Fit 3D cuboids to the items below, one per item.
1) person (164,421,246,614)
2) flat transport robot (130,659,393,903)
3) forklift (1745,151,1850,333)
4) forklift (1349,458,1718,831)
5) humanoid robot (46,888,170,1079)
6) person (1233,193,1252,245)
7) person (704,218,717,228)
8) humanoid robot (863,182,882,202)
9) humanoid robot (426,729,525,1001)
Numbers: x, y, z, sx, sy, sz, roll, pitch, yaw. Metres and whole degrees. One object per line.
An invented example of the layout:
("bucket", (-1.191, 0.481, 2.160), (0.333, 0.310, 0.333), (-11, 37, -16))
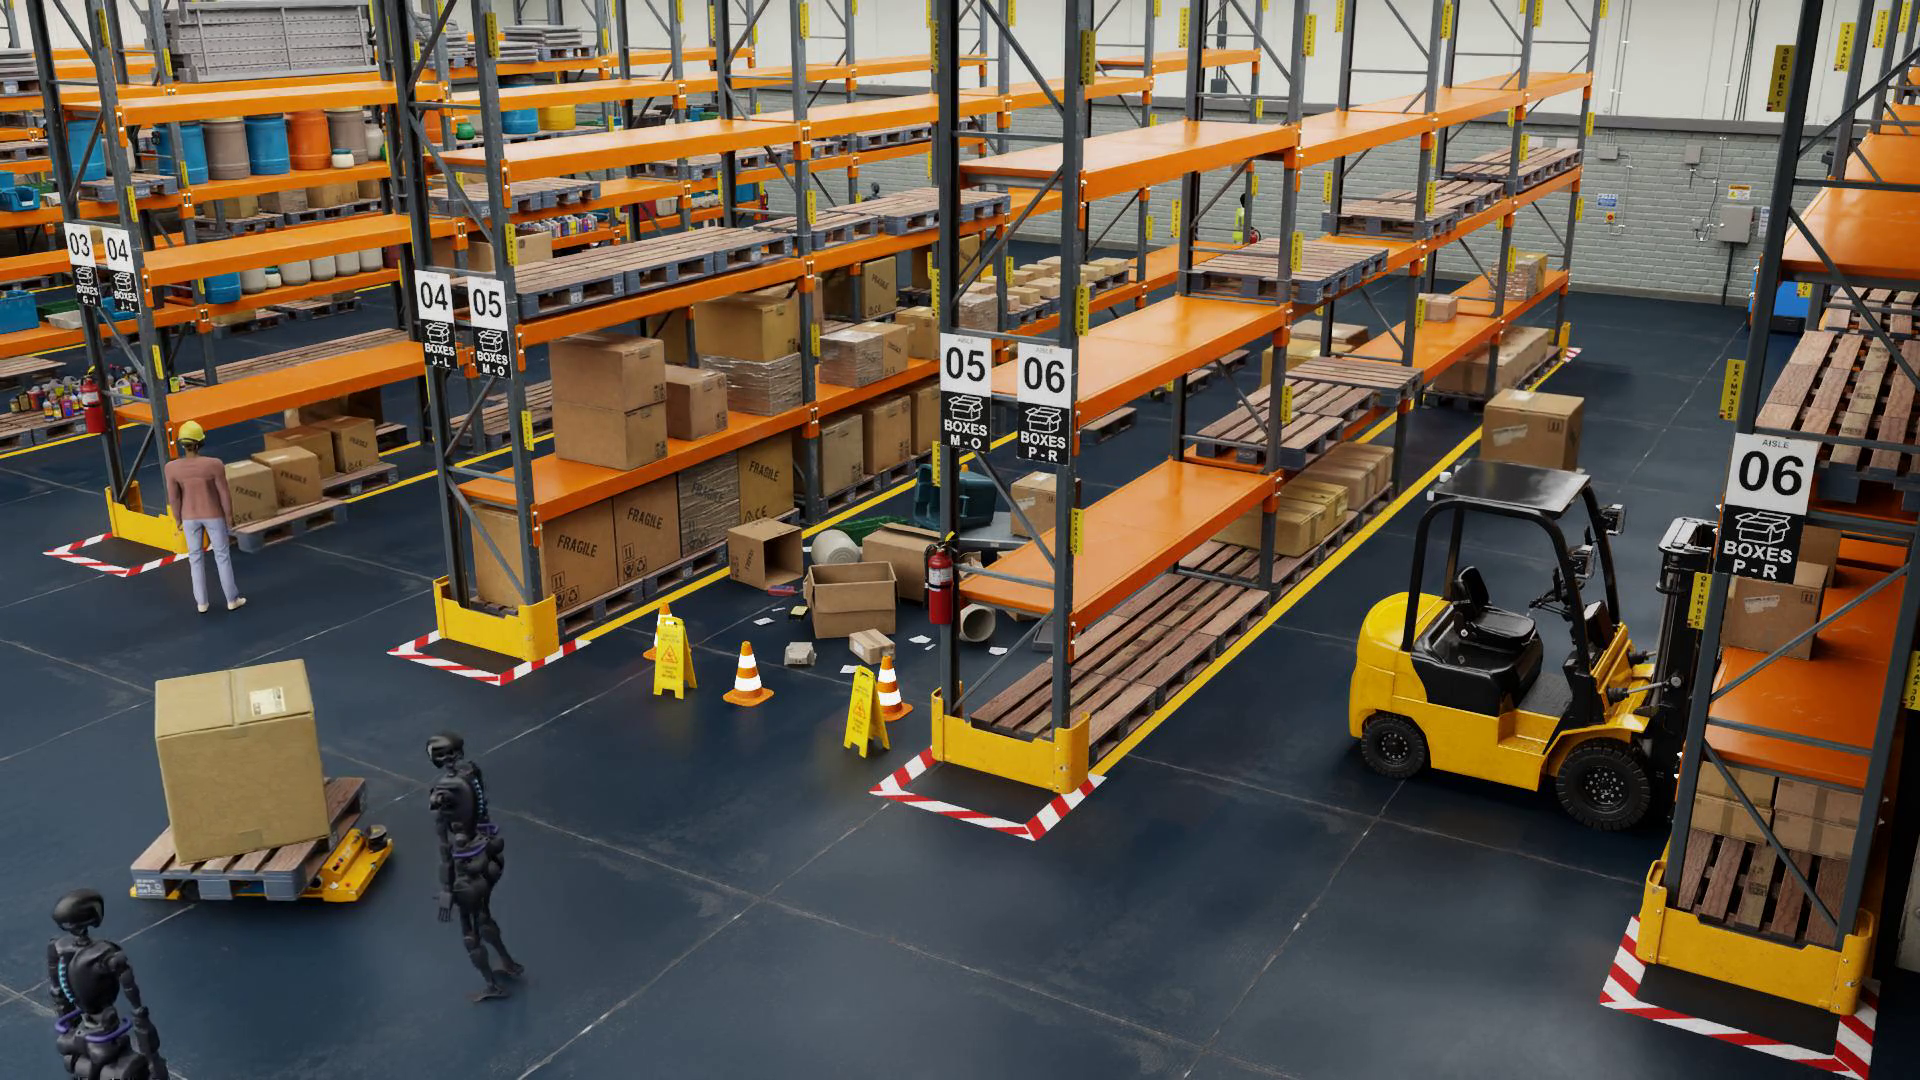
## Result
("person", (-6.775, -0.201, 14.904), (0.523, 1.769, 0.314), (-4, 19, -10))
("flat transport robot", (-4.457, 2.069, 10.633), (1.431, 0.231, 0.659), (0, 19, 1))
("forklift", (13.620, -4.667, 26.137), (1.873, 2.768, 1.129), (11, 22, 29))
("forklift", (3.988, 0.658, 11.776), (2.313, 2.155, 1.214), (11, 22, 29))
("humanoid robot", (-3.952, 2.350, 7.693), (0.597, 1.662, 0.459), (8, 21, 21))
("person", (5.140, -5.475, 30.274), (0.323, 1.685, 0.539), (-2, 19, -5))
("person", (-5.240, -7.063, 34.868), (0.491, 1.688, 0.349), (-6, 20, -18))
("humanoid robot", (-1.684, -6.117, 32.173), (0.601, 1.628, 0.676), (-10, 21, -27))
("humanoid robot", (-2.726, 1.808, 9.246), (0.321, 1.647, 0.616), (3, 19, 8))
